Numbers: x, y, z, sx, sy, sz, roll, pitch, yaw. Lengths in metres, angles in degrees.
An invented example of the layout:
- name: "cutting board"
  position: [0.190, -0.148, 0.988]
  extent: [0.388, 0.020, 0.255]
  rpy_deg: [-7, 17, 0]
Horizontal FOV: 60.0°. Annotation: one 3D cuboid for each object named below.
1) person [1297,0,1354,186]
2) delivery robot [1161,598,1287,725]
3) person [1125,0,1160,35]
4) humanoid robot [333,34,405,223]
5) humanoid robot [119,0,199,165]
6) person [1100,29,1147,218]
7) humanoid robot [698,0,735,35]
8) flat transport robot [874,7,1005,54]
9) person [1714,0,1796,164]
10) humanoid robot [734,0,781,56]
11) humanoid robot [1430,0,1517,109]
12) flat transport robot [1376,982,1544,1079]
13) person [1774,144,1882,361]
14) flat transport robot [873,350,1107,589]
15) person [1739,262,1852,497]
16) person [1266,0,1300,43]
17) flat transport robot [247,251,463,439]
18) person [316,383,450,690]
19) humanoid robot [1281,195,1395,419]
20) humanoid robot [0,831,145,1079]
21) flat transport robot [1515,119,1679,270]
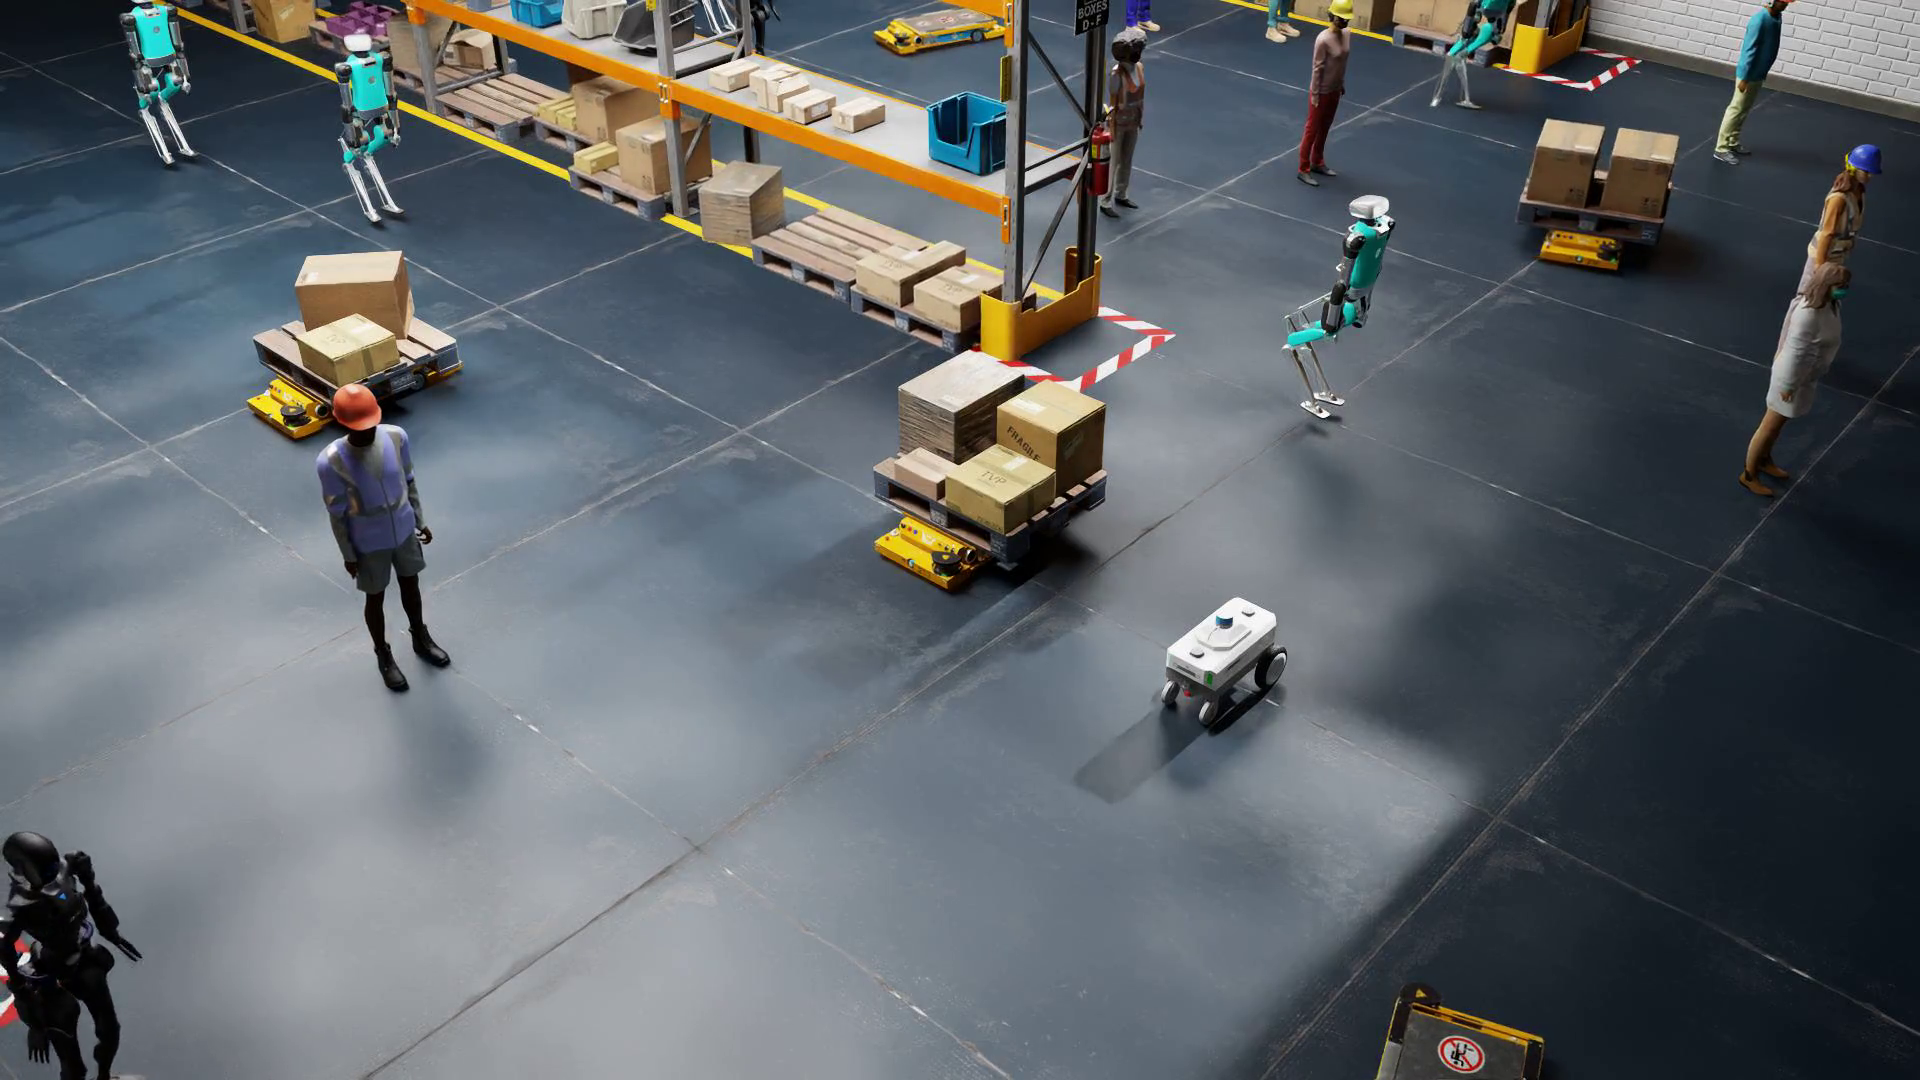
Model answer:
- name: "person"
  position: [3.468, -4.226, 15.616]
  extent: [0.325, 1.765, 0.527]
  rpy_deg: [28, 44, 35]
- name: "delivery robot"
  position: [1.506, 0.646, 9.597]
  extent: [0.499, 0.566, 0.739]
  rpy_deg: [27, 43, 33]
- name: "person"
  position: [2.180, -6.861, 19.242]
  extent: [0.392, 1.983, 0.509]
  rpy_deg: [28, 44, 35]
- name: "humanoid robot"
  position: [-5.306, -3.689, 14.746]
  extent: [0.735, 1.677, 0.533]
  rpy_deg: [27, 43, 33]
- name: "humanoid robot"
  position: [-7.701, -4.467, 15.872]
  extent: [0.735, 1.677, 0.533]
  rpy_deg: [27, 43, 33]
- name: "person"
  position: [1.490, -3.763, 15.007]
  extent: [0.303, 1.688, 0.441]
  rpy_deg: [28, 44, 35]
- name: "humanoid robot"
  position: [-2.809, -6.679, 19.076]
  extent: [0.735, 1.677, 0.533]
  rpy_deg: [27, 43, 33]
- name: "flat transport robot"
  position: [-0.226, -5.970, 19.459]
  extent: [1.431, 0.231, 0.659]
  rpy_deg: [-18, 38, -24]
- name: "person"
  position: [7.704, -4.537, 16.075]
  extent: [0.340, 1.750, 0.565]
  rpy_deg: [28, 44, 35]
- name: "humanoid robot"
  position: [-2.203, -5.680, 17.787]
  extent: [0.315, 1.657, 0.599]
  rpy_deg: [27, 43, 33]
- name: "humanoid robot"
  position: [5.308, -5.345, 17.260]
  extent: [0.596, 1.769, 0.868]
  rpy_deg: [-12, 36, -16]
- name: "flat transport robot"
  position: [2.074, 2.550, 7.116]
  extent: [0.659, 0.231, 1.431]
  rpy_deg: [14, 37, 19]
- name: "person"
  position: [6.592, -2.143, 12.591]
  extent: [0.322, 1.771, 0.469]
  rpy_deg: [28, 44, 35]
- name: "flat transport robot"
  position: [0.158, -0.172, 11.059]
  extent: [0.659, 0.231, 1.431]
  rpy_deg: [27, 43, 33]
- name: "person"
  position: [5.636, -1.089, 11.159]
  extent: [0.340, 1.658, 0.488]
  rpy_deg: [28, 44, 35]
- name: "person"
  position: [3.797, -6.711, 19.127]
  extent: [0.382, 1.865, 0.527]
  rpy_deg: [28, 44, 35]
- name: "flat transport robot"
  position: [-4.566, -1.215, 12.570]
  extent: [0.659, 0.231, 1.431]
  rpy_deg: [27, 43, 33]
- name: "person"
  position: [-3.243, -0.033, 9.391]
  extent: [0.375, 1.936, 0.547]
  rpy_deg: [28, 44, 35]
- name: "humanoid robot"
  position: [2.620, -1.711, 11.879]
  extent: [0.735, 1.677, 0.533]
  rpy_deg: [27, 43, 33]
- name: "humanoid robot"
  position: [-3.740, 1.819, 6.949]
  extent: [0.413, 1.639, 0.612]
  rpy_deg: [8, 35, 11]
- name: "flat transport robot"
  position: [5.630, -2.824, 14.902]
  extent: [0.659, 0.231, 1.431]
  rpy_deg: [14, 37, 19]
